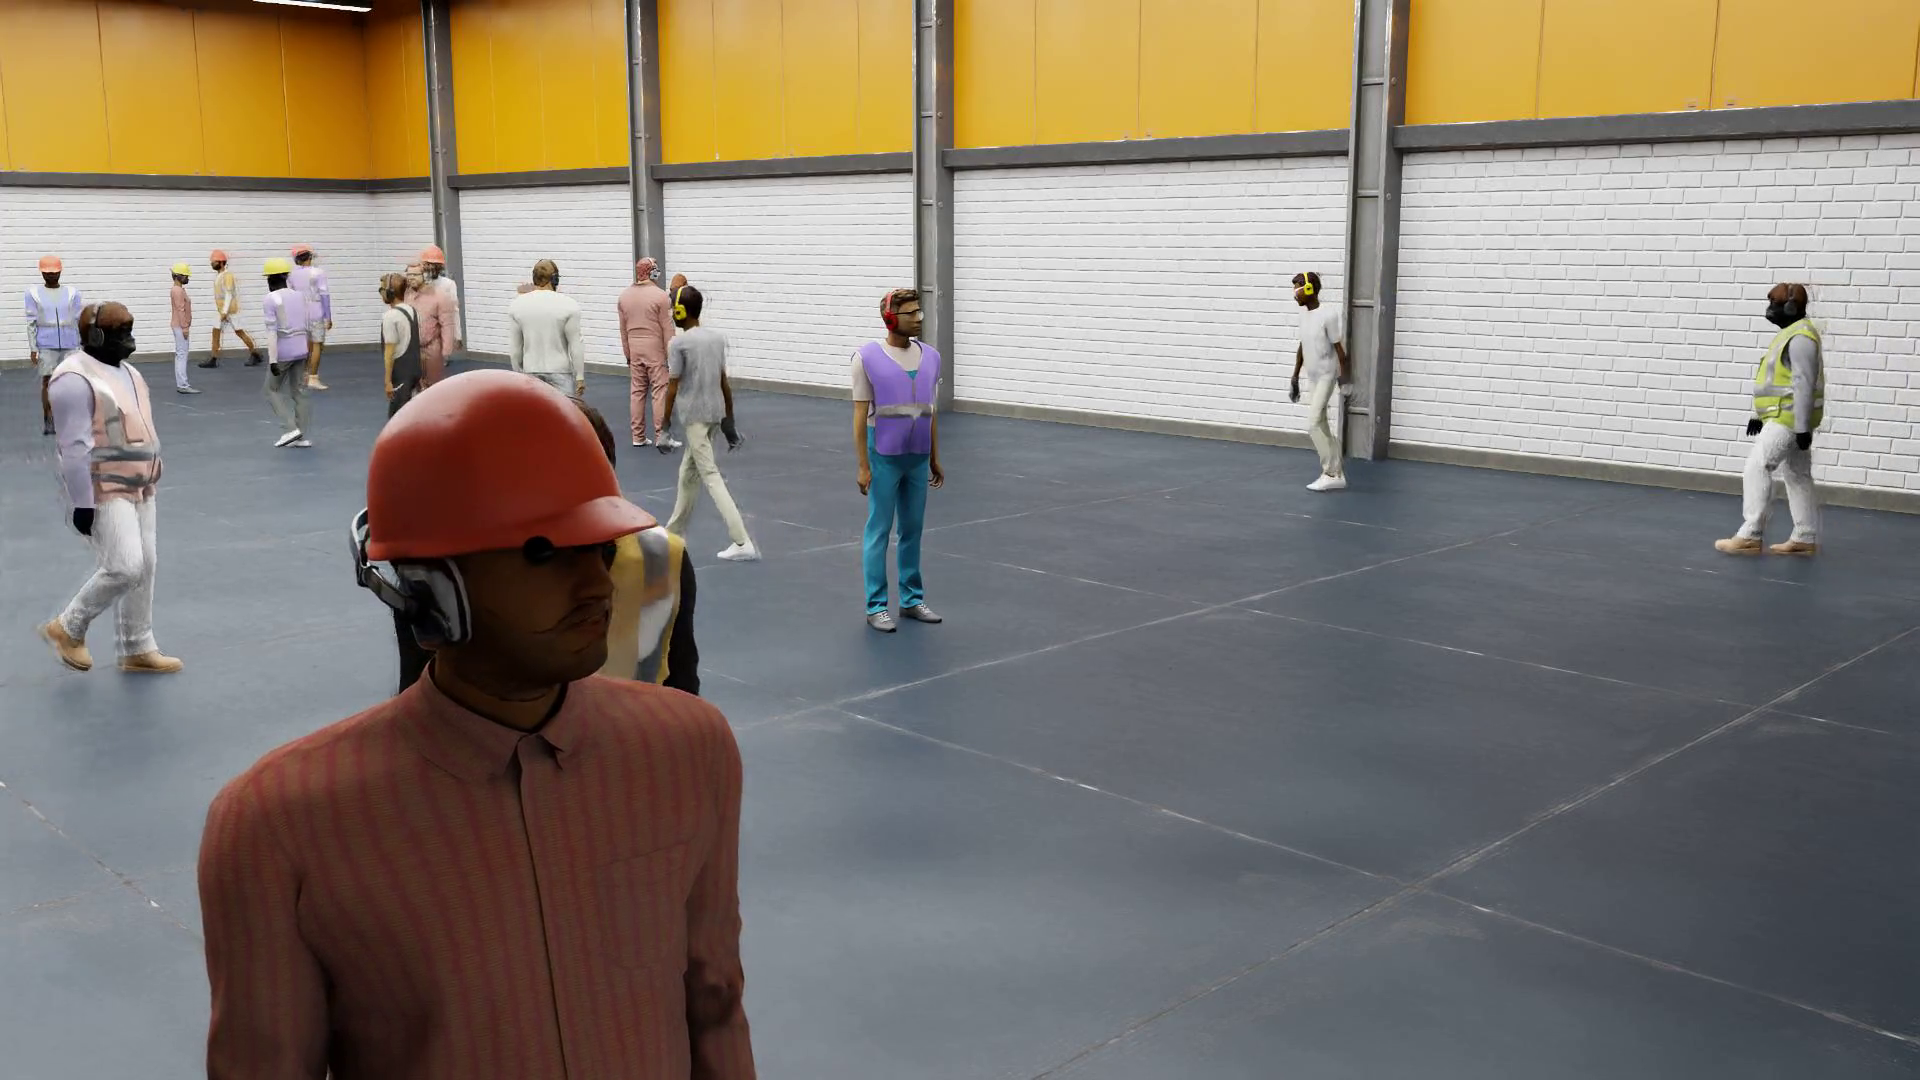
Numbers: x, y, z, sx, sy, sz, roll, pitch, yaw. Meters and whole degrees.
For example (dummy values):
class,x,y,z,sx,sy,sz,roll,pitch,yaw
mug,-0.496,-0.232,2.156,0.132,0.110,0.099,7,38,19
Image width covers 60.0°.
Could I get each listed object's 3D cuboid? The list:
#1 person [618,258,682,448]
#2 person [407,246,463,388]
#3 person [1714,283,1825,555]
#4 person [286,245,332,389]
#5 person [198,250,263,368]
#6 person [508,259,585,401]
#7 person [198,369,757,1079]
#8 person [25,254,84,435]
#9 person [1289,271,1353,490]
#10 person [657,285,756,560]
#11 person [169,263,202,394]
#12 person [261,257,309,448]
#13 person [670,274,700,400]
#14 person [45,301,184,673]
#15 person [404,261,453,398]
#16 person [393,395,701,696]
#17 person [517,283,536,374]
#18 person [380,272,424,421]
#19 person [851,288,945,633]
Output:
class,x,y,z,sx,sy,sz,roll,pitch,yaw
person,-3.106,-1.873,16.727,0.642,1.909,0.409,5,12,26
person,-6.098,-2.395,19.312,0.639,1.999,0.889,-9,14,-40
person,5.409,-0.791,11.079,0.764,1.818,0.640,5,12,26
person,-9.028,-3.072,23.089,0.652,2.010,0.384,4,11,20
person,-11.855,-3.738,26.951,0.542,1.899,0.998,8,13,39
person,-3.441,-1.374,13.917,0.635,1.936,0.353,1,10,8
person,-0.479,0.812,1.832,0.622,1.996,0.369,-9,13,-39
person,-9.683,-2.094,17.851,0.551,1.932,0.376,-8,13,-36
person,3.031,-1.322,13.919,0.551,1.828,0.534,-3,11,-14
person,-1.748,-0.775,11.028,1.002,1.806,0.535,6,12,29
person,-10.501,-2.859,22.498,0.322,1.763,0.524,-6,12,-29
person,-6.751,-1.868,16.671,0.424,1.908,0.604,4,11,22
person,-3.609,-2.617,21.525,0.498,1.634,0.281,1,10,4
person,-4.085,-0.227,7.968,0.502,1.825,0.643,0,10,2
person,-5.760,-2.056,17.861,0.659,1.865,0.977,-1,10,-3
person,-0.806,0.622,3.402,0.648,1.810,0.855,-4,11,-21
person,-4.590,-1.976,18.050,0.621,1.618,0.528,-1,10,-3
person,-4.809,-1.428,14.565,0.815,1.823,0.513,1,10,8
person,-0.343,-0.440,9.061,0.569,1.849,0.385,-9,14,-40
